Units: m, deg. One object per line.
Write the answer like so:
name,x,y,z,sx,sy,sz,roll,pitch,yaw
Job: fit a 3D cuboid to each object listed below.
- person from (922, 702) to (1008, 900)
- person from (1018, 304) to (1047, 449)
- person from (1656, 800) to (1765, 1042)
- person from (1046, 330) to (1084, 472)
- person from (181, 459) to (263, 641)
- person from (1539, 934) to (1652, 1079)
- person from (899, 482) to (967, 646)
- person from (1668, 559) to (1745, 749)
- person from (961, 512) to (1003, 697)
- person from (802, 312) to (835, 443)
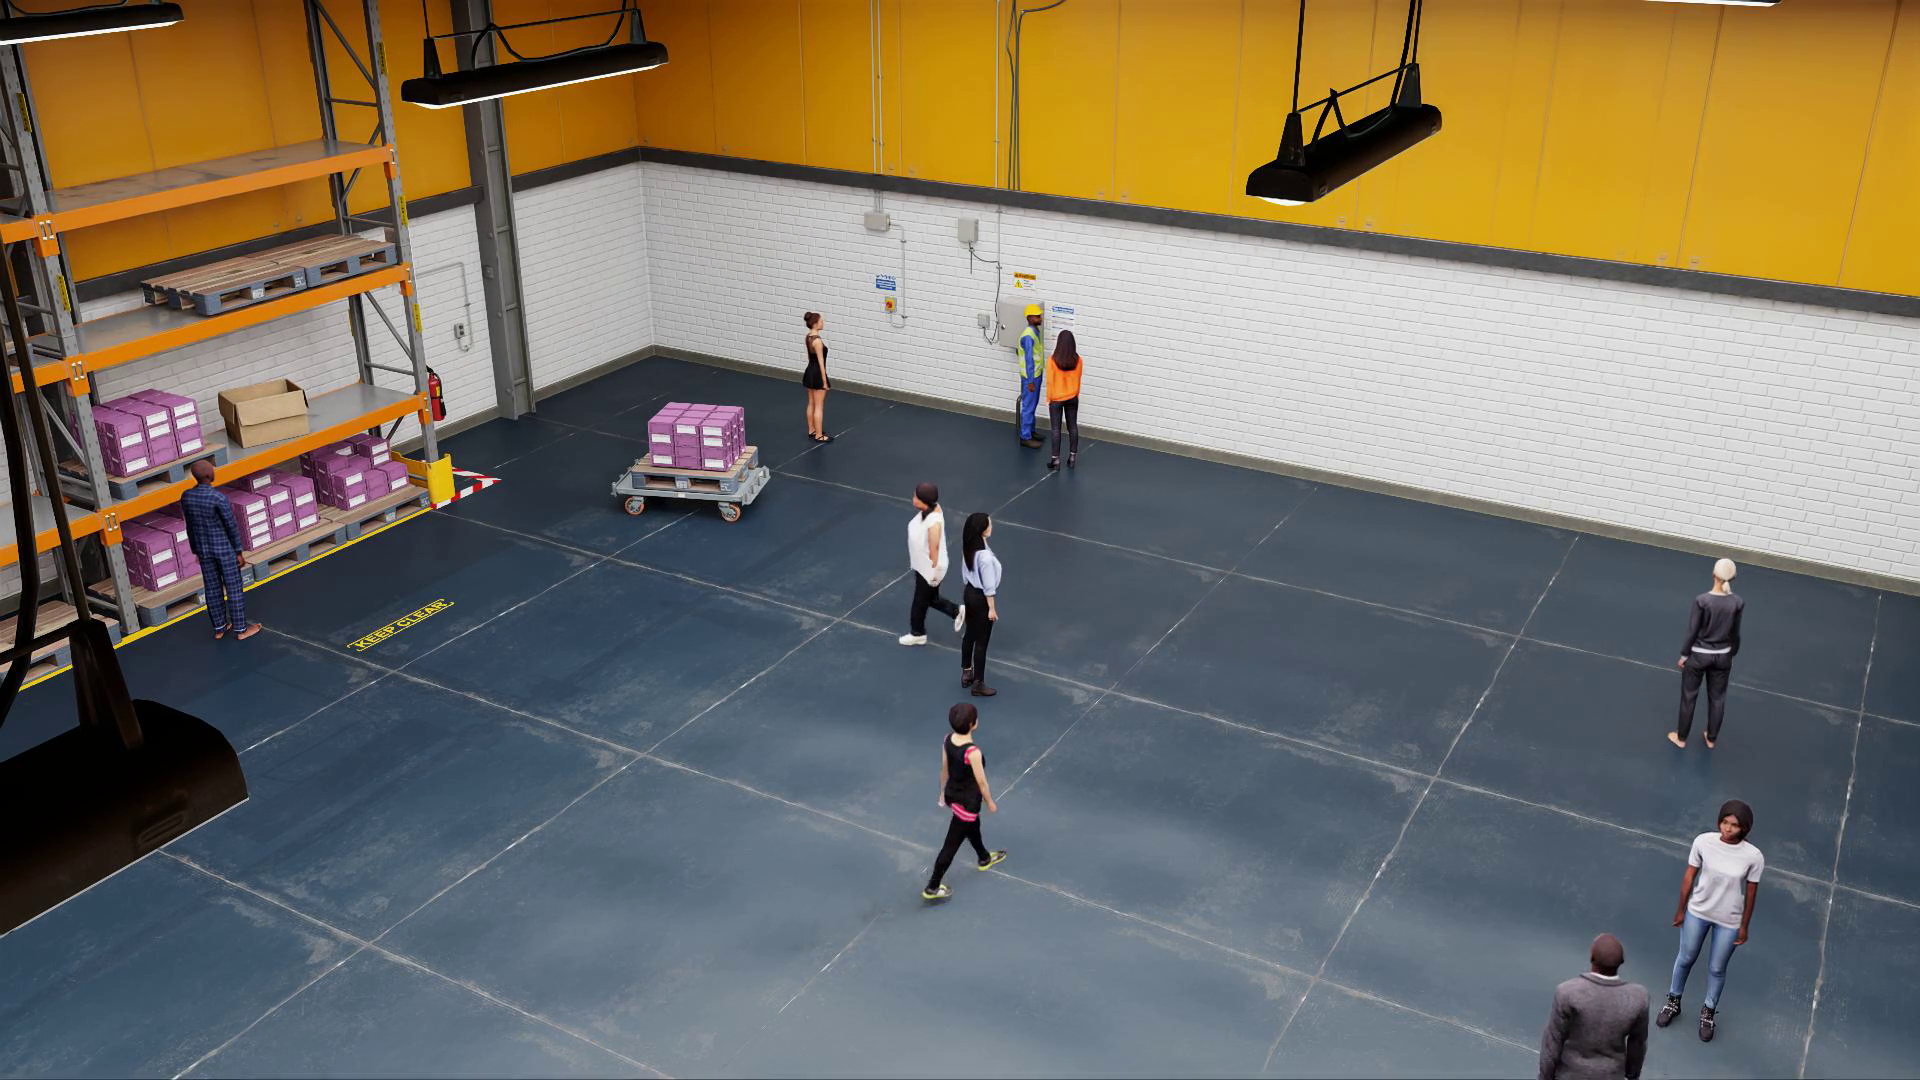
person,-0.039,1.918,12.090,1.093,1.514,0.862,-14,27,-29
person,0.908,-2.080,20.863,0.786,1.813,0.605,6,24,14
person,4.837,2.425,10.674,0.593,1.719,0.515,14,27,30
person,1.256,-1.697,20.066,0.685,1.749,0.766,-9,25,-19
person,-7.108,0.087,15.898,0.739,1.818,0.714,4,24,8
person,3.504,3.023,9.221,0.905,1.786,1.213,7,24,15
person,-0.248,0.228,15.764,1.005,1.668,0.997,-1,24,-2
person,6.319,0.954,14.031,0.688,1.726,0.669,2,24,4
person,0.165,0.559,14.912,0.743,1.743,0.727,-11,26,-23
person,-1.818,-2.072,21.017,0.716,1.674,0.677,-11,26,-24
